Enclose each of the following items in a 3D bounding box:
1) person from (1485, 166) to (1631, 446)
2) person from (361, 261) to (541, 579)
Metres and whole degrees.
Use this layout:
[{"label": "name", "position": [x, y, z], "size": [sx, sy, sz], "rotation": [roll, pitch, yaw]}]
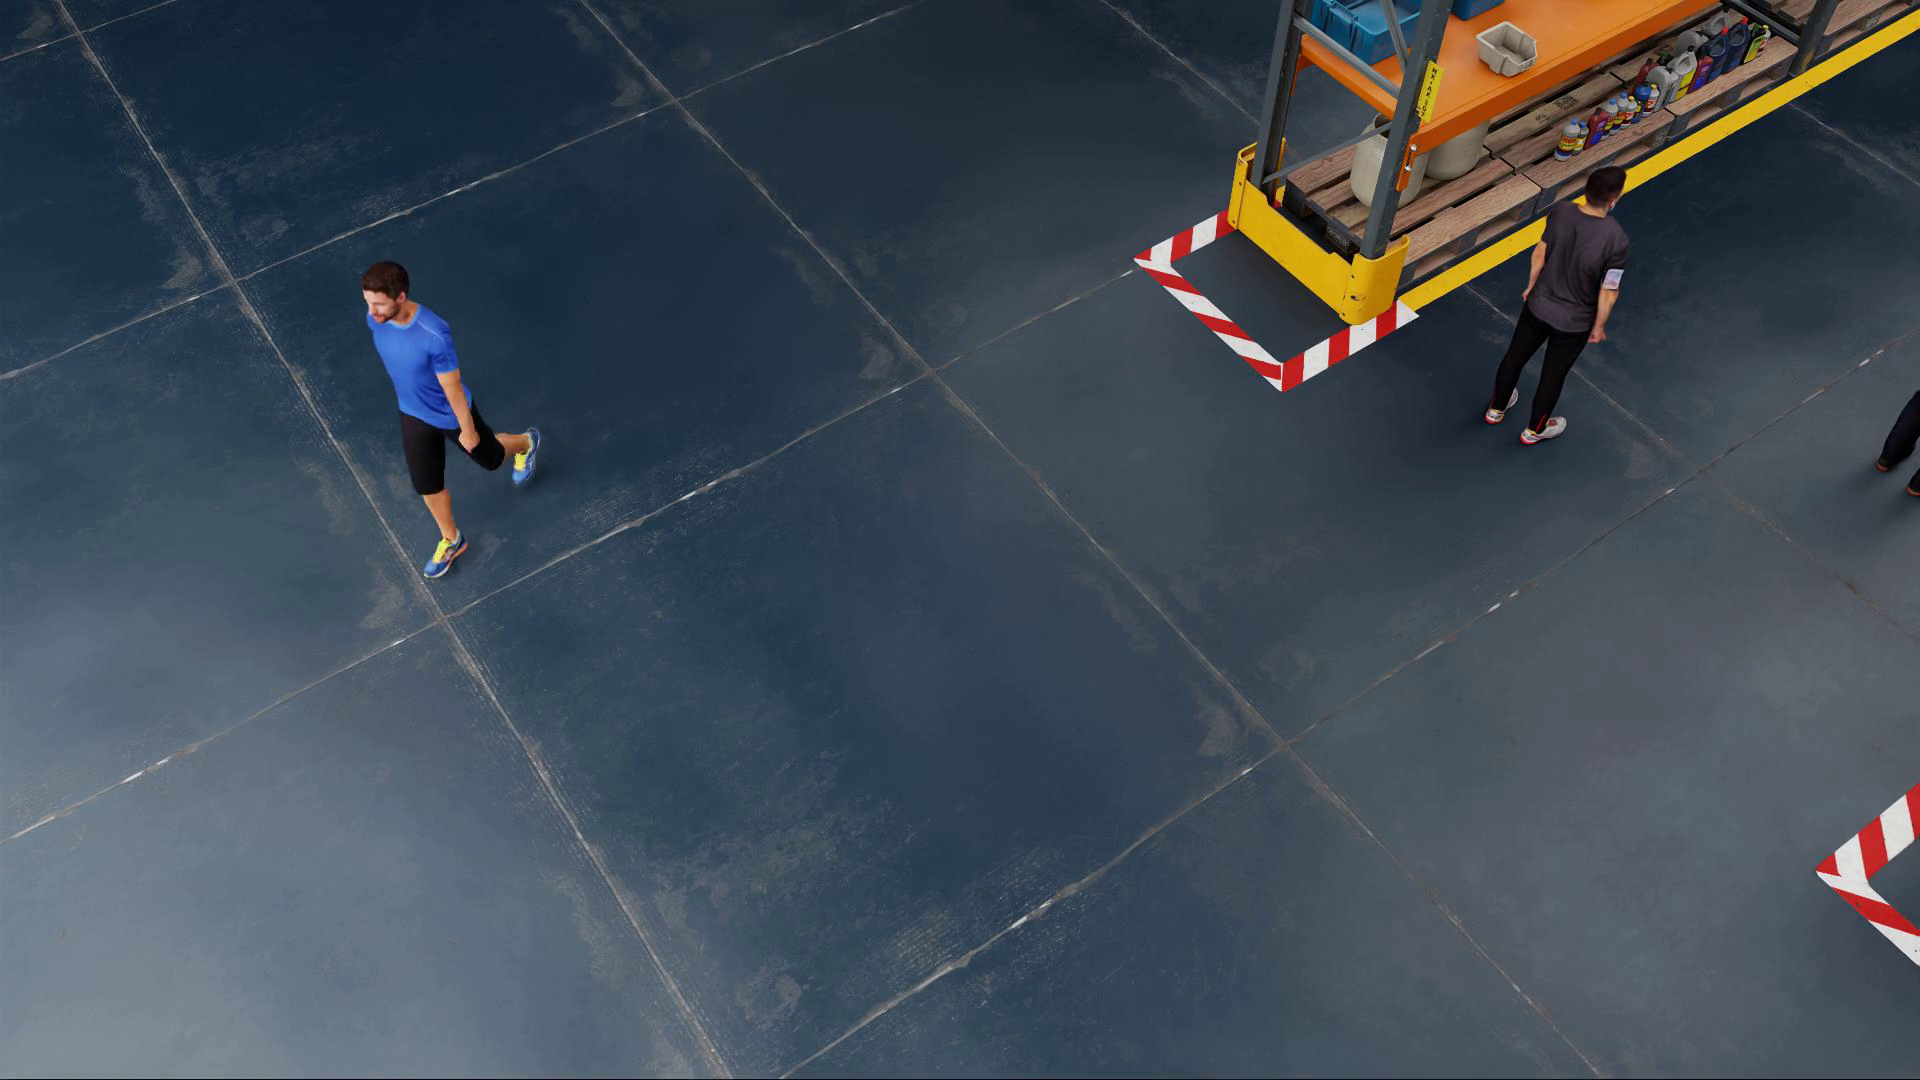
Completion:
[{"label": "person", "position": [3.077, -1.193, 8.537], "size": [0.579, 1.762, 0.659], "rotation": [-35, 60, -24]}, {"label": "person", "position": [-2.471, -0.687, 8.099], "size": [1.048, 1.835, 1.272], "rotation": [18, 54, 14]}]
